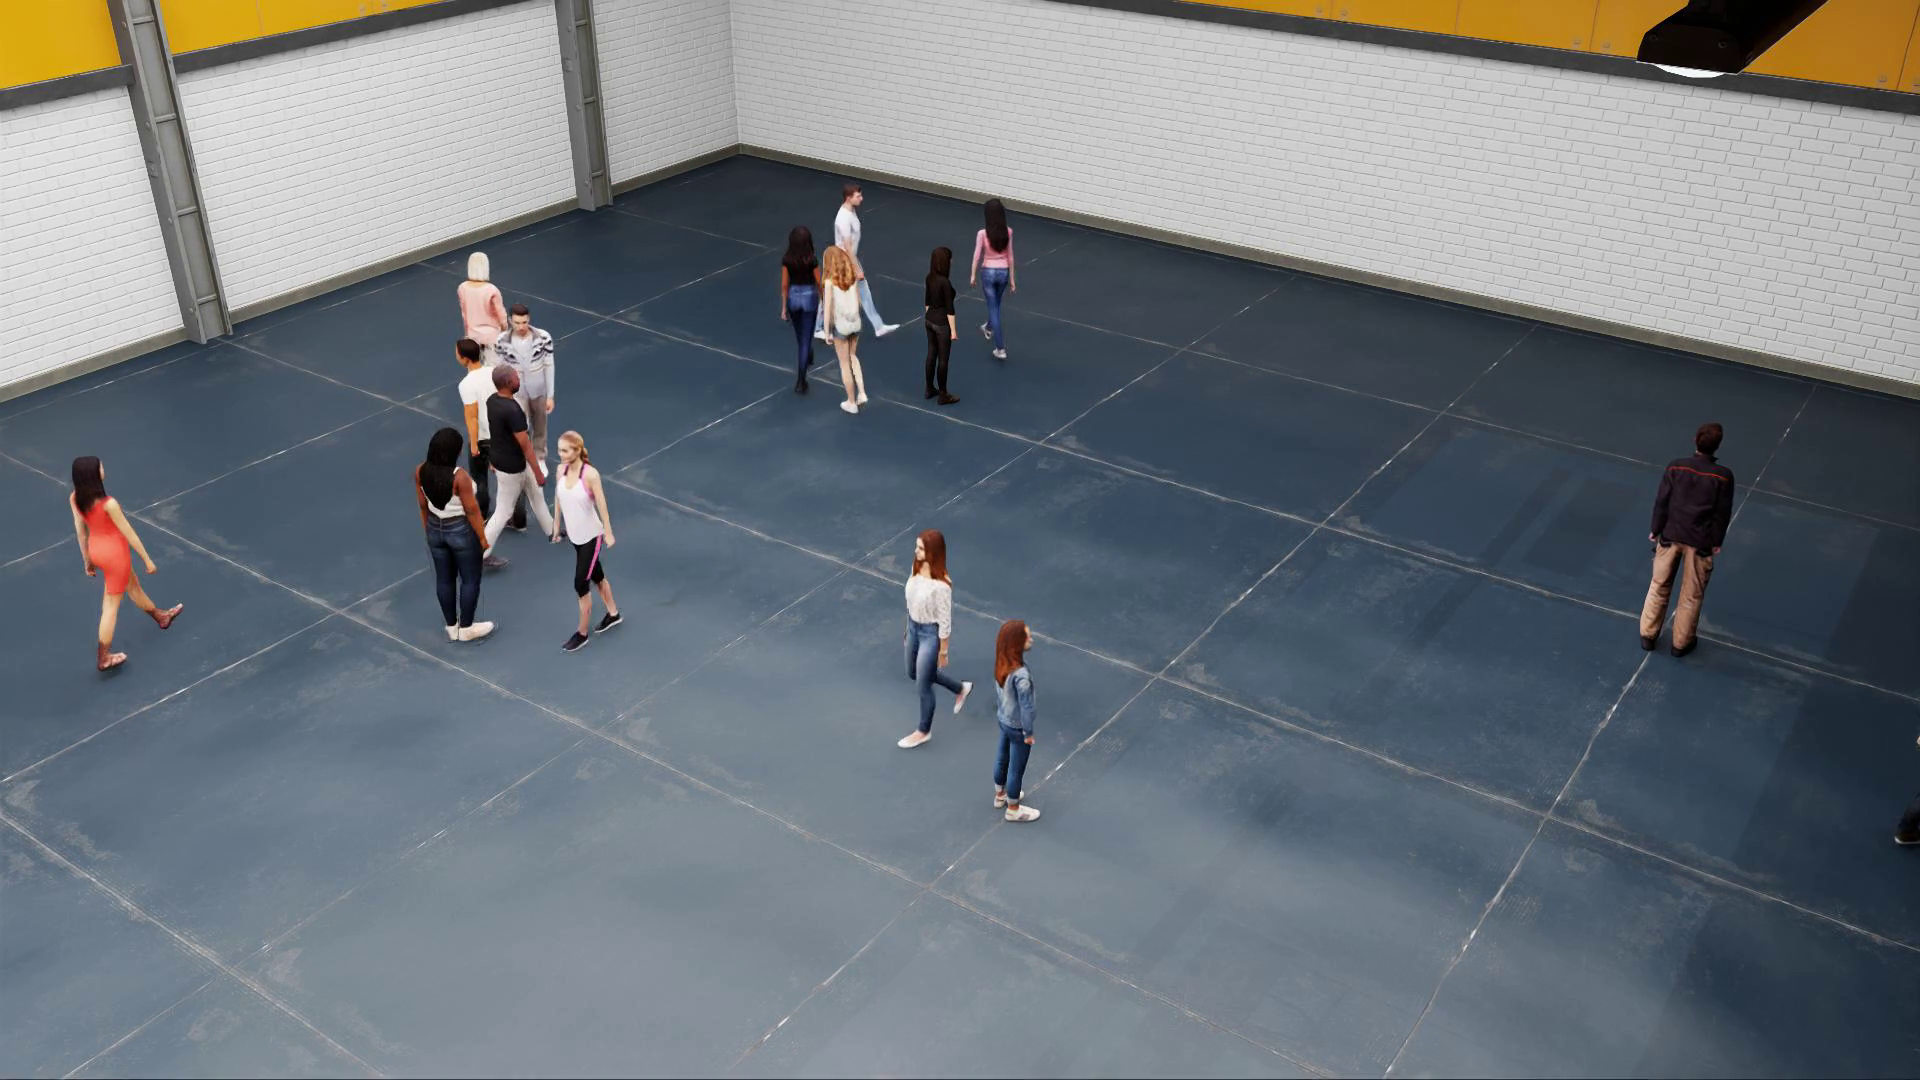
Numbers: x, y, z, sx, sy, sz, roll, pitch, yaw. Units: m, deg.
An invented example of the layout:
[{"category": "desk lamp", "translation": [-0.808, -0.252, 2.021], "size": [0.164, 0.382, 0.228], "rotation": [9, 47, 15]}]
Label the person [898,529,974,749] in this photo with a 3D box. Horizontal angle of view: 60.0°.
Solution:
[{"category": "person", "translation": [-0.158, 0.657, 11.674], "size": [0.981, 1.716, 0.806], "rotation": [-17, 33, -28]}]

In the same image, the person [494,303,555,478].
[{"category": "person", "translation": [-3.986, -1.378, 15.307], "size": [1.136, 1.810, 1.115], "rotation": [-9, 30, -17]}]

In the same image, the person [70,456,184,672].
[{"category": "person", "translation": [-6.455, 0.209, 12.550], "size": [0.818, 1.664, 1.199], "rotation": [10, 30, 18]}]

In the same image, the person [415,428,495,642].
[{"category": "person", "translation": [-3.936, -0.029, 12.842], "size": [0.740, 1.802, 0.698], "rotation": [7, 29, 13]}]

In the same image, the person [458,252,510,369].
[{"category": "person", "translation": [-4.757, -1.999, 16.548], "size": [0.738, 1.711, 0.803], "rotation": [6, 29, 10]}]

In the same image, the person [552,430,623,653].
[{"category": "person", "translation": [-2.841, -0.060, 12.938], "size": [0.644, 1.764, 0.864], "rotation": [20, 34, 32]}]

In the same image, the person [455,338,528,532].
[{"category": "person", "translation": [-4.013, -0.874, 14.428], "size": [0.849, 1.766, 0.933], "rotation": [13, 31, 23]}]

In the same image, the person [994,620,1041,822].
[{"category": "person", "translation": [0.356, 1.183, 10.961], "size": [0.654, 1.476, 0.634], "rotation": [-11, 31, -20]}]

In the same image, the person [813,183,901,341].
[{"category": "person", "translation": [-1.352, -3.016, 18.321], "size": [1.111, 1.798, 1.266], "rotation": [3, 29, 6]}]

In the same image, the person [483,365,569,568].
[{"category": "person", "translation": [-3.821, -0.565, 13.879], "size": [1.334, 1.750, 0.974], "rotation": [-19, 34, -30]}]

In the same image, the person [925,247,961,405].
[{"category": "person", "translation": [-0.217, -2.201, 16.991], "size": [0.604, 1.641, 0.642], "rotation": [-20, 35, -33]}]

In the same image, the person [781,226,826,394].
[{"category": "person", "translation": [-1.640, -2.351, 17.217], "size": [0.981, 1.688, 1.237], "rotation": [3, 29, 5]}]

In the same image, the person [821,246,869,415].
[{"category": "person", "translation": [-1.087, -2.067, 16.645], "size": [0.704, 1.738, 0.763], "rotation": [-17, 33, -29]}]

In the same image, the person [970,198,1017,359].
[{"category": "person", "translation": [0.392, -2.804, 18.042], "size": [1.133, 1.693, 1.131], "rotation": [-8, 30, -14]}]

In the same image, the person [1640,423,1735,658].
[{"category": "person", "translation": [5.533, -0.005, 12.669], "size": [0.699, 1.924, 0.600], "rotation": [17, 33, 28]}]
